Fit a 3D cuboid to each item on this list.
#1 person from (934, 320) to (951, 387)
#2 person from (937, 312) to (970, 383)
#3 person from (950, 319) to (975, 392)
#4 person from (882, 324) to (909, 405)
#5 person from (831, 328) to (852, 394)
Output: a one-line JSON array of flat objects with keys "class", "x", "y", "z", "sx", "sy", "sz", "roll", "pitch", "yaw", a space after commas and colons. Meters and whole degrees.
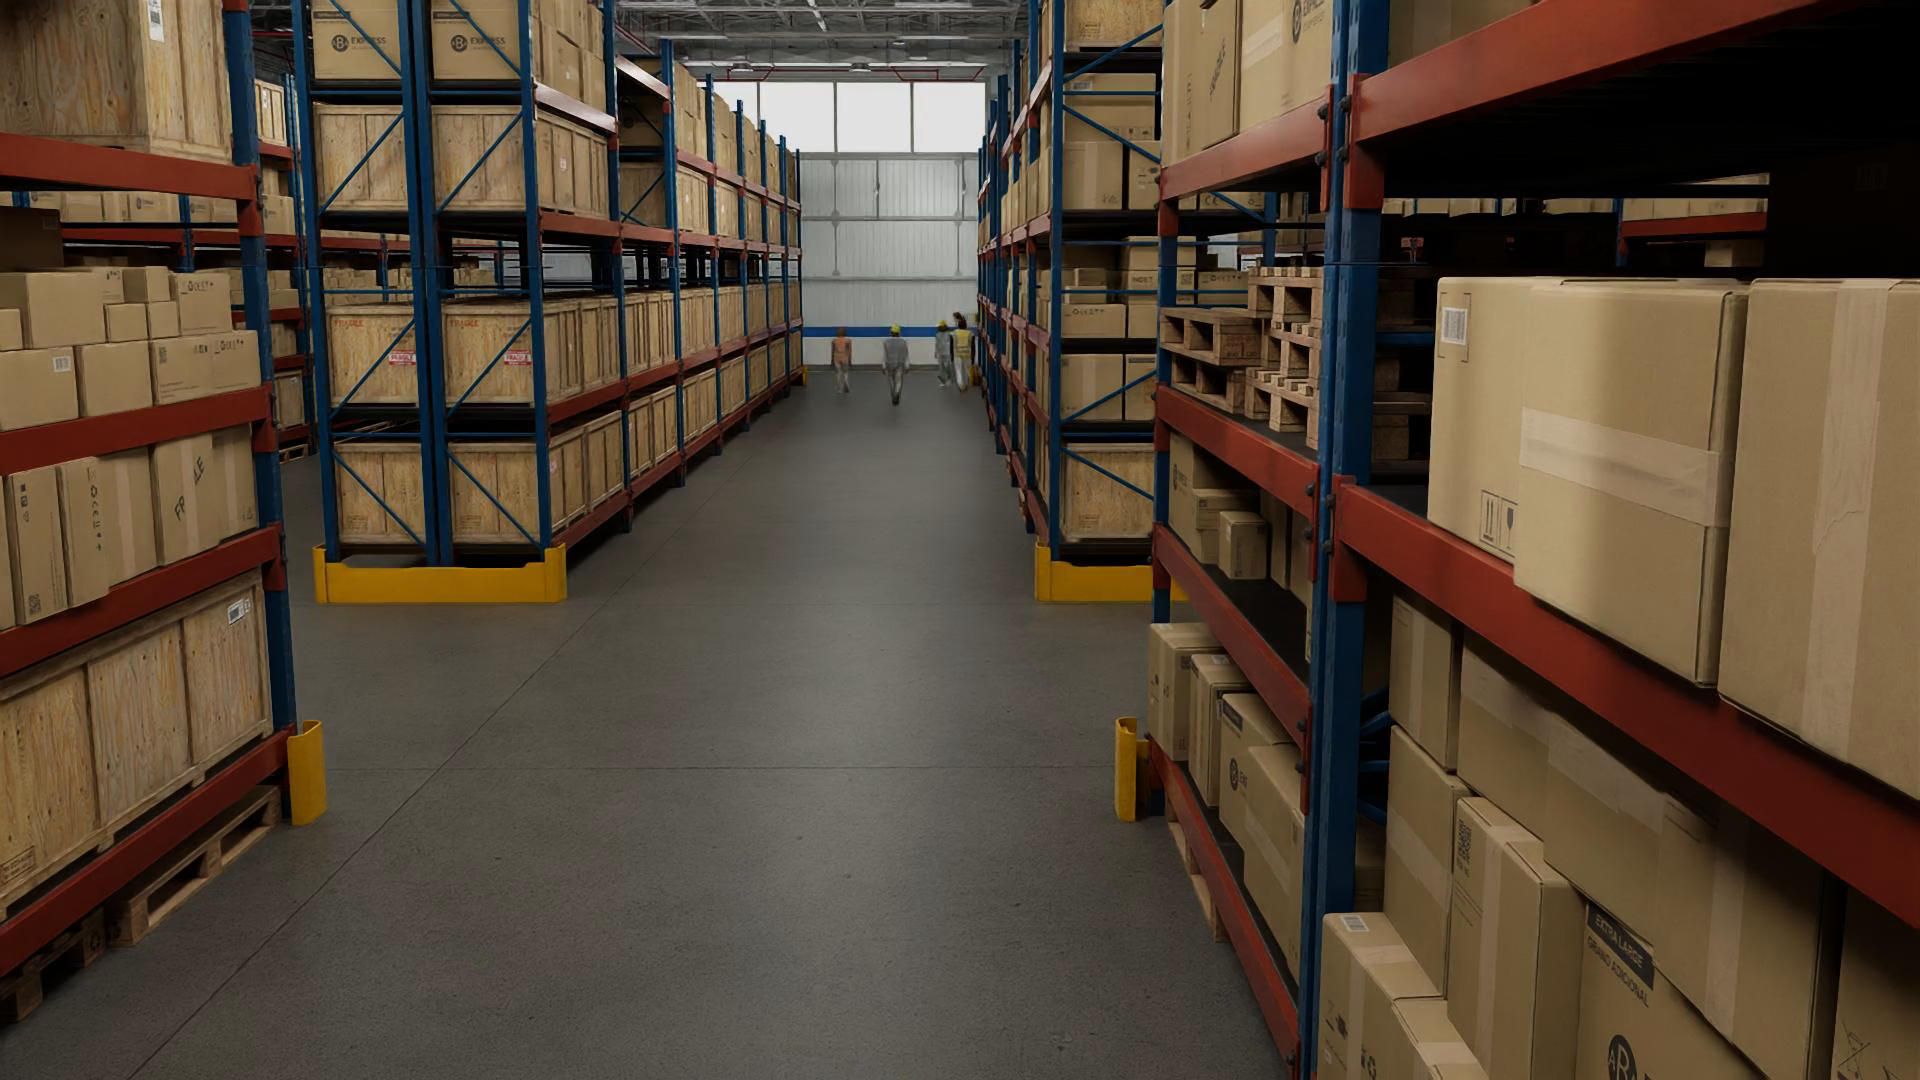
[{"class": "person", "x": -0.440, "y": -4.803, "z": 42.822, "sx": 0.517, "sy": 1.724, "sz": 0.503, "roll": 4, "pitch": 10, "yaw": 22}, {"class": "person", "x": -0.100, "y": -5.111, "z": 44.236, "sx": 1.020, "sy": 1.884, "sz": 0.656, "roll": 0, "pitch": 9, "yaw": 0}, {"class": "person", "x": 0.063, "y": -4.496, "z": 40.653, "sx": 0.623, "sy": 1.826, "sz": 0.717, "roll": -1, "pitch": 9, "yaw": -4}, {"class": "person", "x": -1.435, "y": -3.886, "z": 36.954, "sx": 0.596, "sy": 1.816, "sz": 0.585, "roll": 1, "pitch": 9, "yaw": 4}, {"class": "person", "x": -2.880, "y": -4.372, "z": 40.567, "sx": 0.528, "sy": 1.595, "sz": 0.839, "roll": 0, "pitch": 9, "yaw": 2}]
